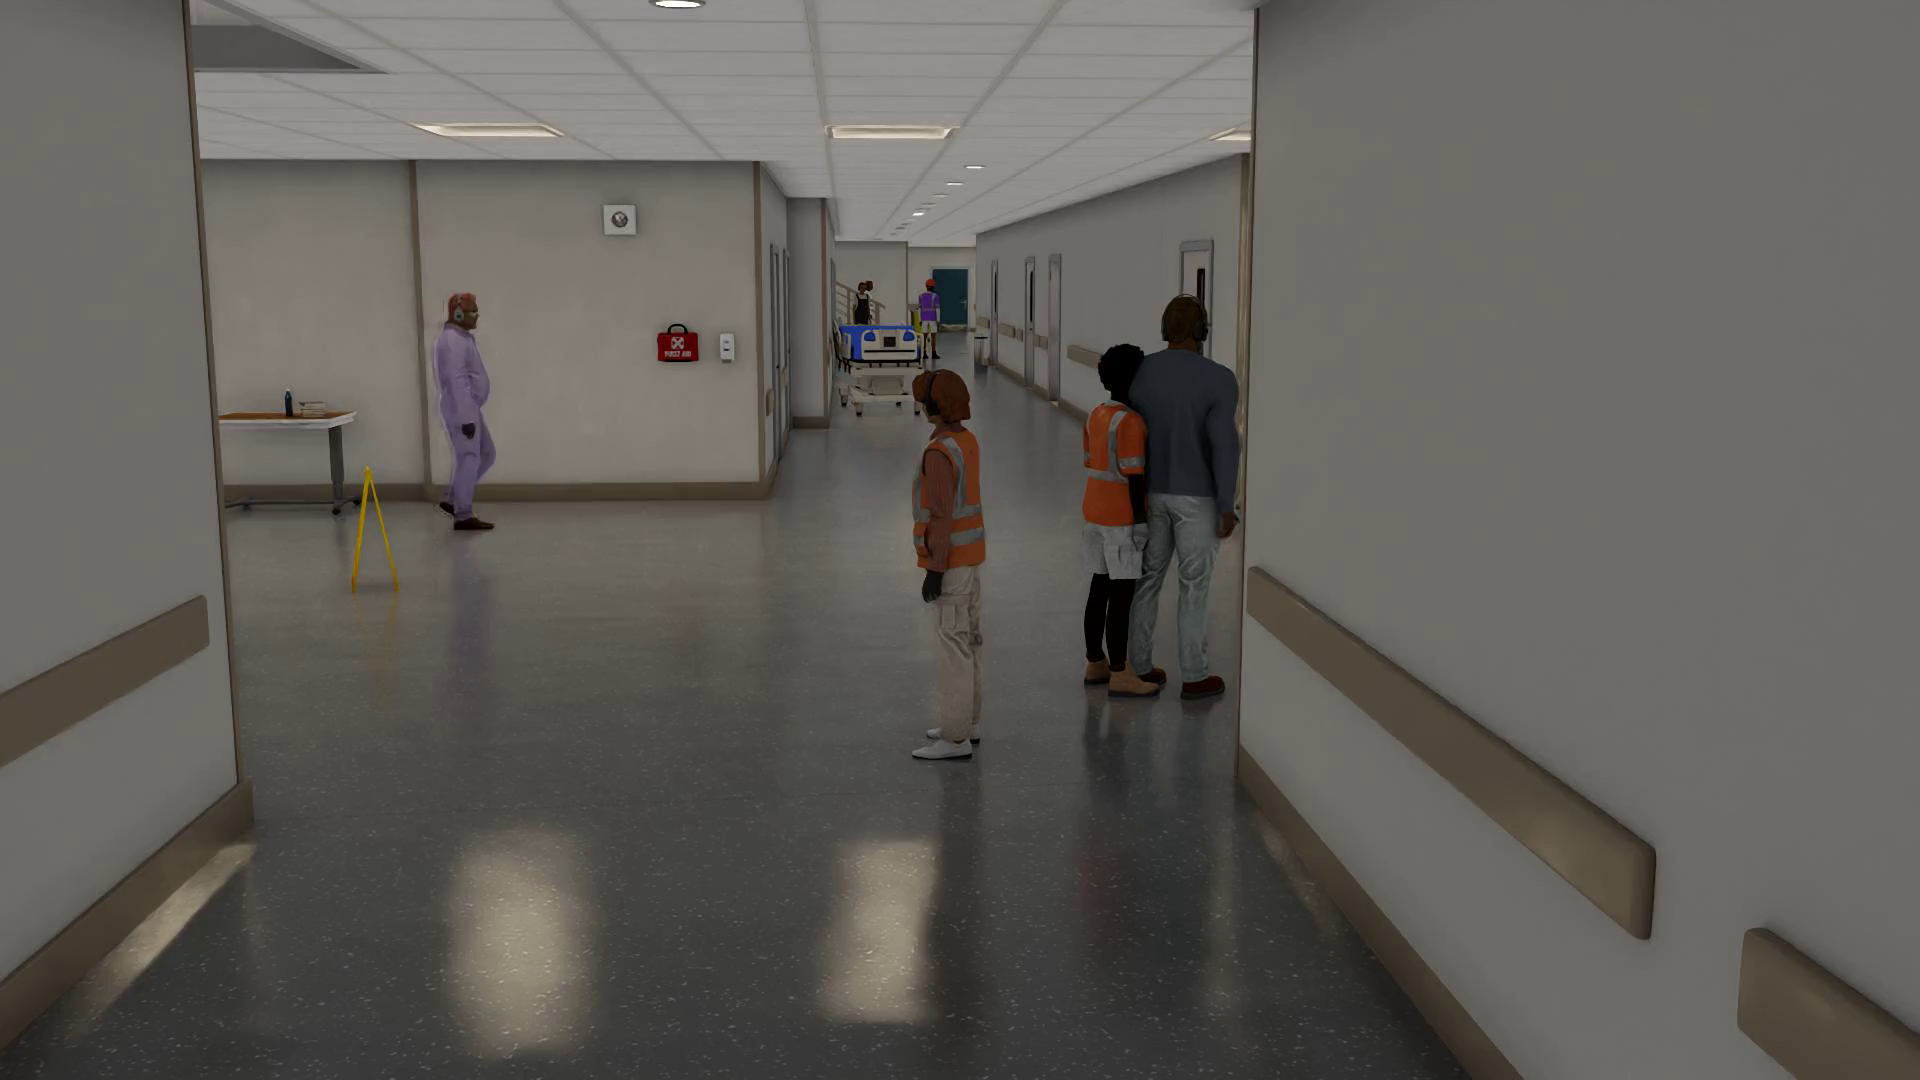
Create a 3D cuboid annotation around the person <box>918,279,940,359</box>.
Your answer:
[{"bbox_3d":[-0.730,-5.356,40.306,0.553,1.935,0.362,4,10,23],"label":"person"}]

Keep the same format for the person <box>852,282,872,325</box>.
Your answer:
[{"bbox_3d":[-2.509,-5.668,42.544,0.507,1.847,0.343,-5,10,-27],"label":"person"}]

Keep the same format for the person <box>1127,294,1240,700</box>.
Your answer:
[{"bbox_3d":[1.043,-0.201,7.960,0.629,1.932,0.366,7,11,37],"label":"person"}]

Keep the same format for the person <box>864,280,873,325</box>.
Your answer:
[{"bbox_3d":[-2.653,-6.496,47.684,0.364,1.876,0.575,1,9,5],"label":"person"}]

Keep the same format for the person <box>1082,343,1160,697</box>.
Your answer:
[{"bbox_3d":[0.768,-0.096,8.036,0.321,1.697,0.530,-3,10,-19],"label":"person"}]

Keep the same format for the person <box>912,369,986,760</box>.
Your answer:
[{"bbox_3d":[-0.046,0.104,6.972,0.314,1.636,0.515,2,9,14],"label":"person"}]

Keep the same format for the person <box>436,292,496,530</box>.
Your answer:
[{"bbox_3d":[-3.899,-1.011,13.184,0.445,1.884,0.668,-2,9,-15],"label":"person"}]
